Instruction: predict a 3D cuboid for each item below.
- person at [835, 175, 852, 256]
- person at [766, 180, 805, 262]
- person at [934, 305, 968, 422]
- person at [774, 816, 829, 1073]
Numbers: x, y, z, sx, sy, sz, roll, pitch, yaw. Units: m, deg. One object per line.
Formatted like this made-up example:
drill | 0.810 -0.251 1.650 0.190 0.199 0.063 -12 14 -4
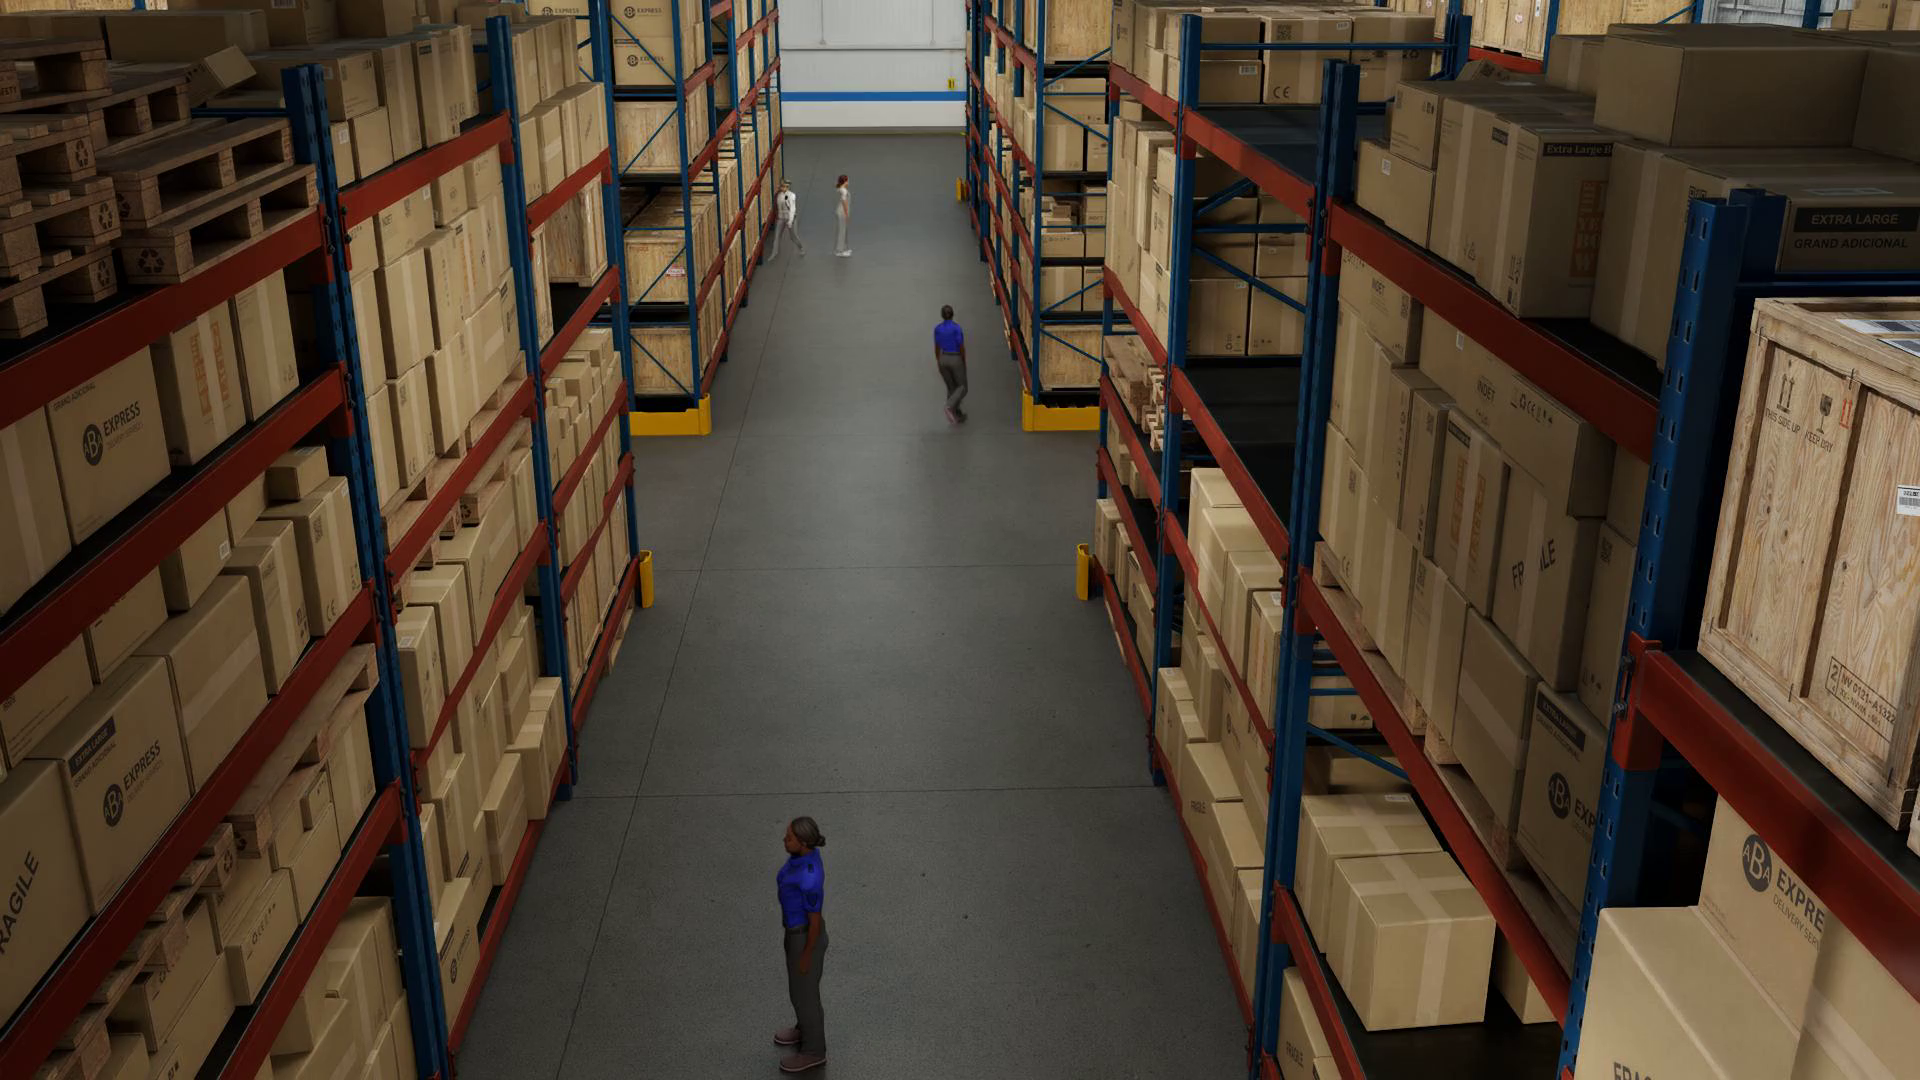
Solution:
person | -2.443 -6.800 34.849 0.450 1.673 0.453 -7 22 -19
person | -3.628 -6.642 34.436 0.541 1.656 0.829 9 22 22
person | -0.153 -2.453 23.214 0.482 1.637 0.649 10 23 26
person | -0.978 2.428 10.143 0.355 1.657 0.436 -4 21 -10
